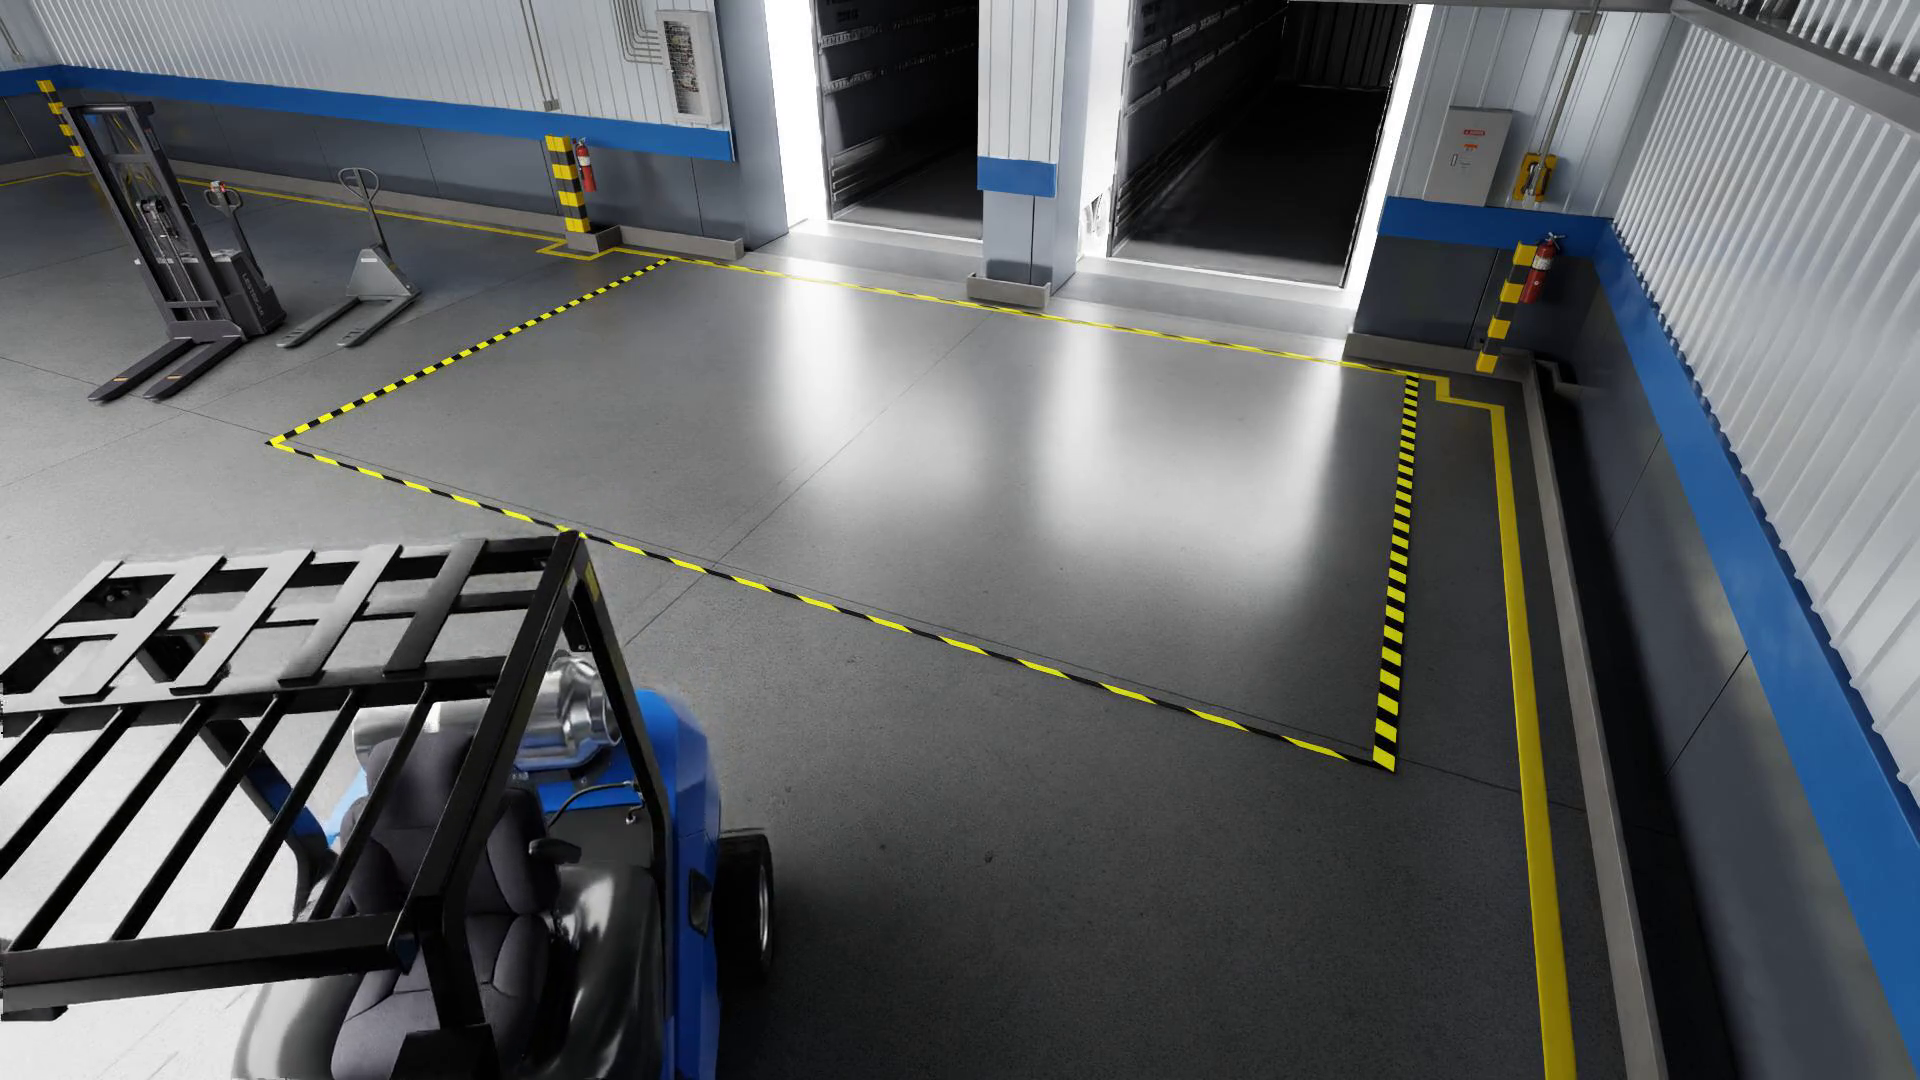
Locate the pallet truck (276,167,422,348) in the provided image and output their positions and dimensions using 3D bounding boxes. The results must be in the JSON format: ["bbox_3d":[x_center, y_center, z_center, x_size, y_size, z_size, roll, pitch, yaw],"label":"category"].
[{"bbox_3d":[-5.732,-2.611,8.414,0.680,1.201,1.601,-1,35,-1],"label":"pallet truck"}]

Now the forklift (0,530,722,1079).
[{"bbox_3d":[-1.277,1.141,2.078,1.157,2.036,2.680,-4,35,-6],"label":"forklift"}]

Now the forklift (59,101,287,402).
[{"bbox_3d":[-6.686,-2.387,7.434,0.823,1.965,1.885,-3,35,-5],"label":"forklift"}]
